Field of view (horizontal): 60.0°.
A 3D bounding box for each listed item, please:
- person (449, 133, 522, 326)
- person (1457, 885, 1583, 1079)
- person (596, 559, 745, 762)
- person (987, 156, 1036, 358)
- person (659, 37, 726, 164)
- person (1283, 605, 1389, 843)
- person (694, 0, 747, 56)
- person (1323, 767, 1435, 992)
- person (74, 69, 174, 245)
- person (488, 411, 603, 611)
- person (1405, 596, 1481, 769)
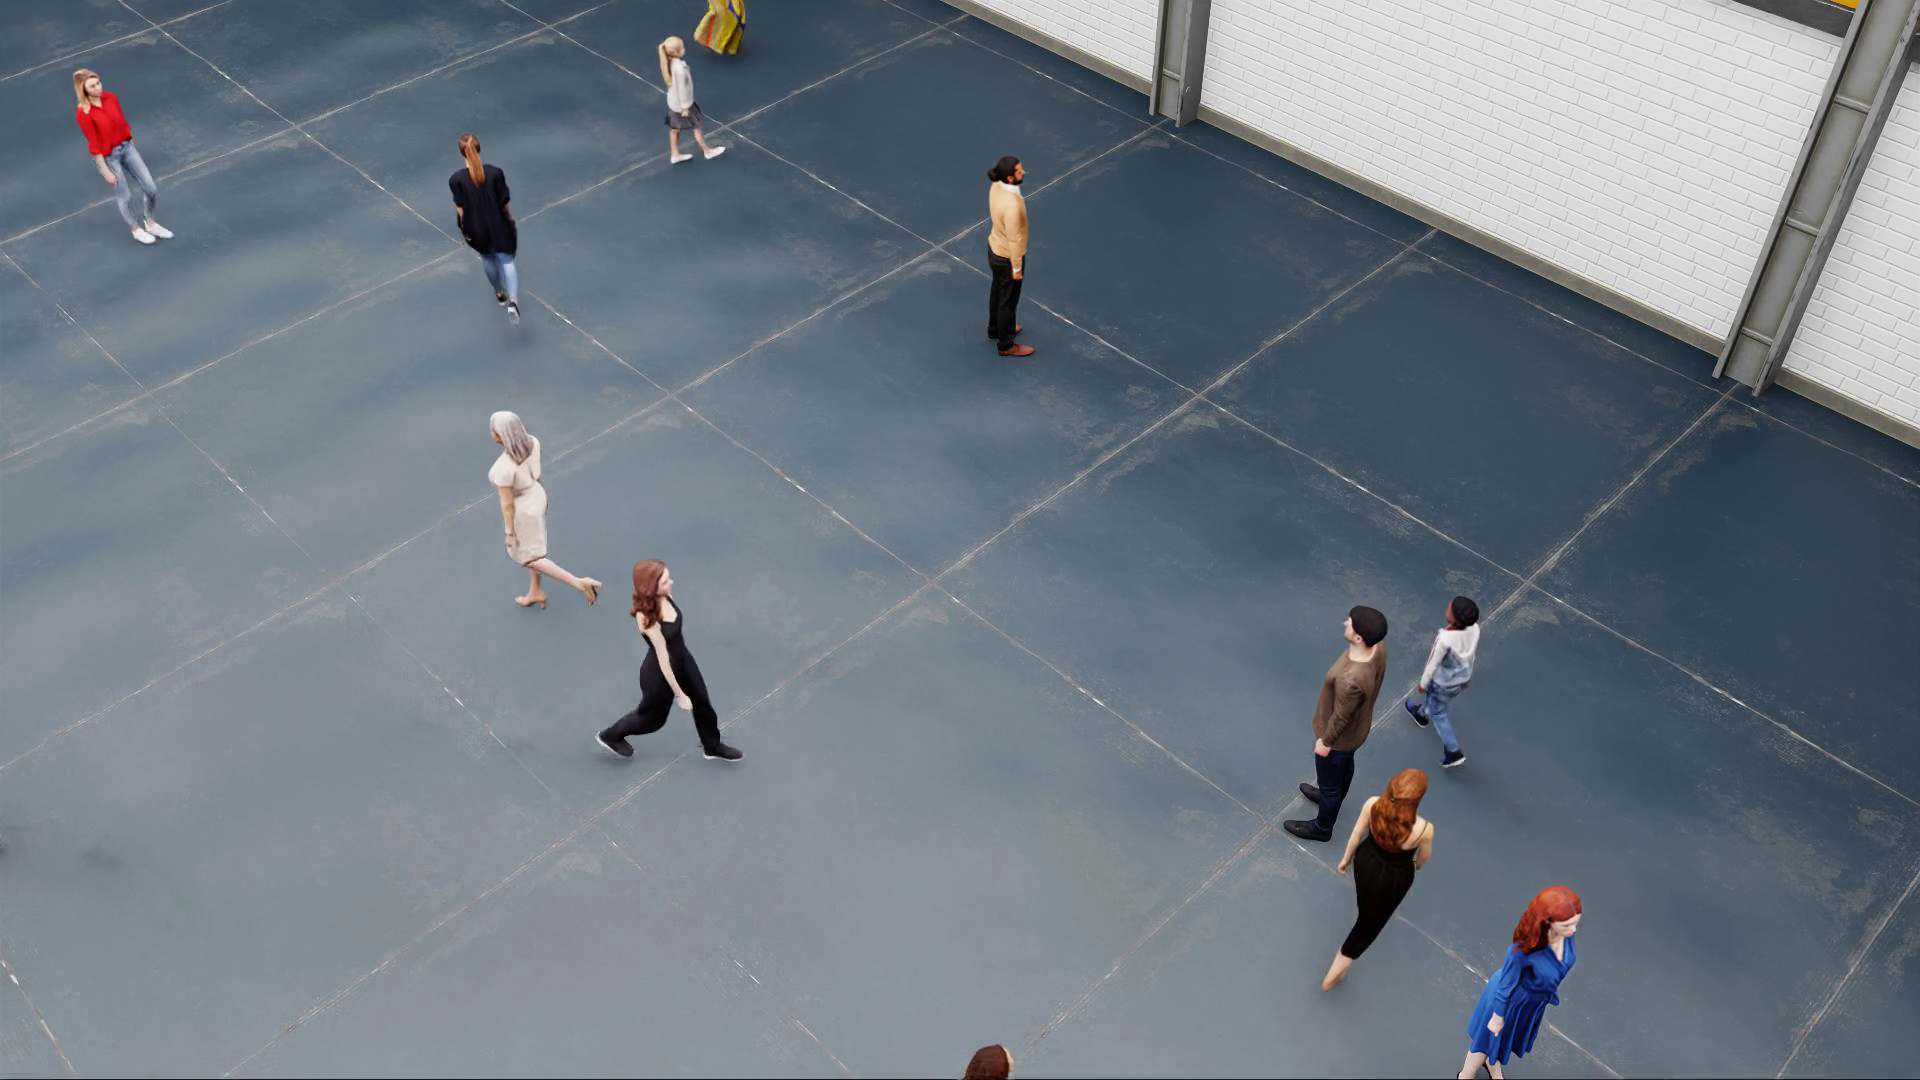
[{"bbox_3d":[-3.838,-2.505,13.568,0.906,1.665,1.100,-13,45,-13],"label":"person"},{"bbox_3d":[2.819,2.310,8.395,0.652,1.829,0.624,-25,49,-24],"label":"person"},{"bbox_3d":[-1.876,0.796,10.071,1.186,1.709,1.015,6,44,7],"label":"person"},{"bbox_3d":[0.375,-2.276,13.263,0.814,1.754,0.702,-10,45,-11],"label":"person"},{"bbox_3d":[-2.658,-4.077,15.512,0.703,1.260,0.751,-21,47,-20],"label":"person"},{"bbox_3d":[2.229,1.063,9.661,0.679,1.889,0.715,20,47,20],"label":"person"},{"bbox_3d":[-2.548,-5.730,16.967,0.959,1.646,0.877,16,46,16],"label":"person"},{"bbox_3d":[2.245,1.879,9.032,1.059,1.575,0.655,30,51,28],"label":"person"},{"bbox_3d":[-7.365,-3.322,14.409,0.732,1.689,0.728,17,46,17],"label":"person"},{"bbox_3d":[-2.798,-0.128,11.031,1.023,1.724,0.871,12,45,12],"label":"person"},{"bbox_3d":[3.061,0.877,10.328,0.632,1.238,0.906,-21,48,-21],"label":"person"}]
